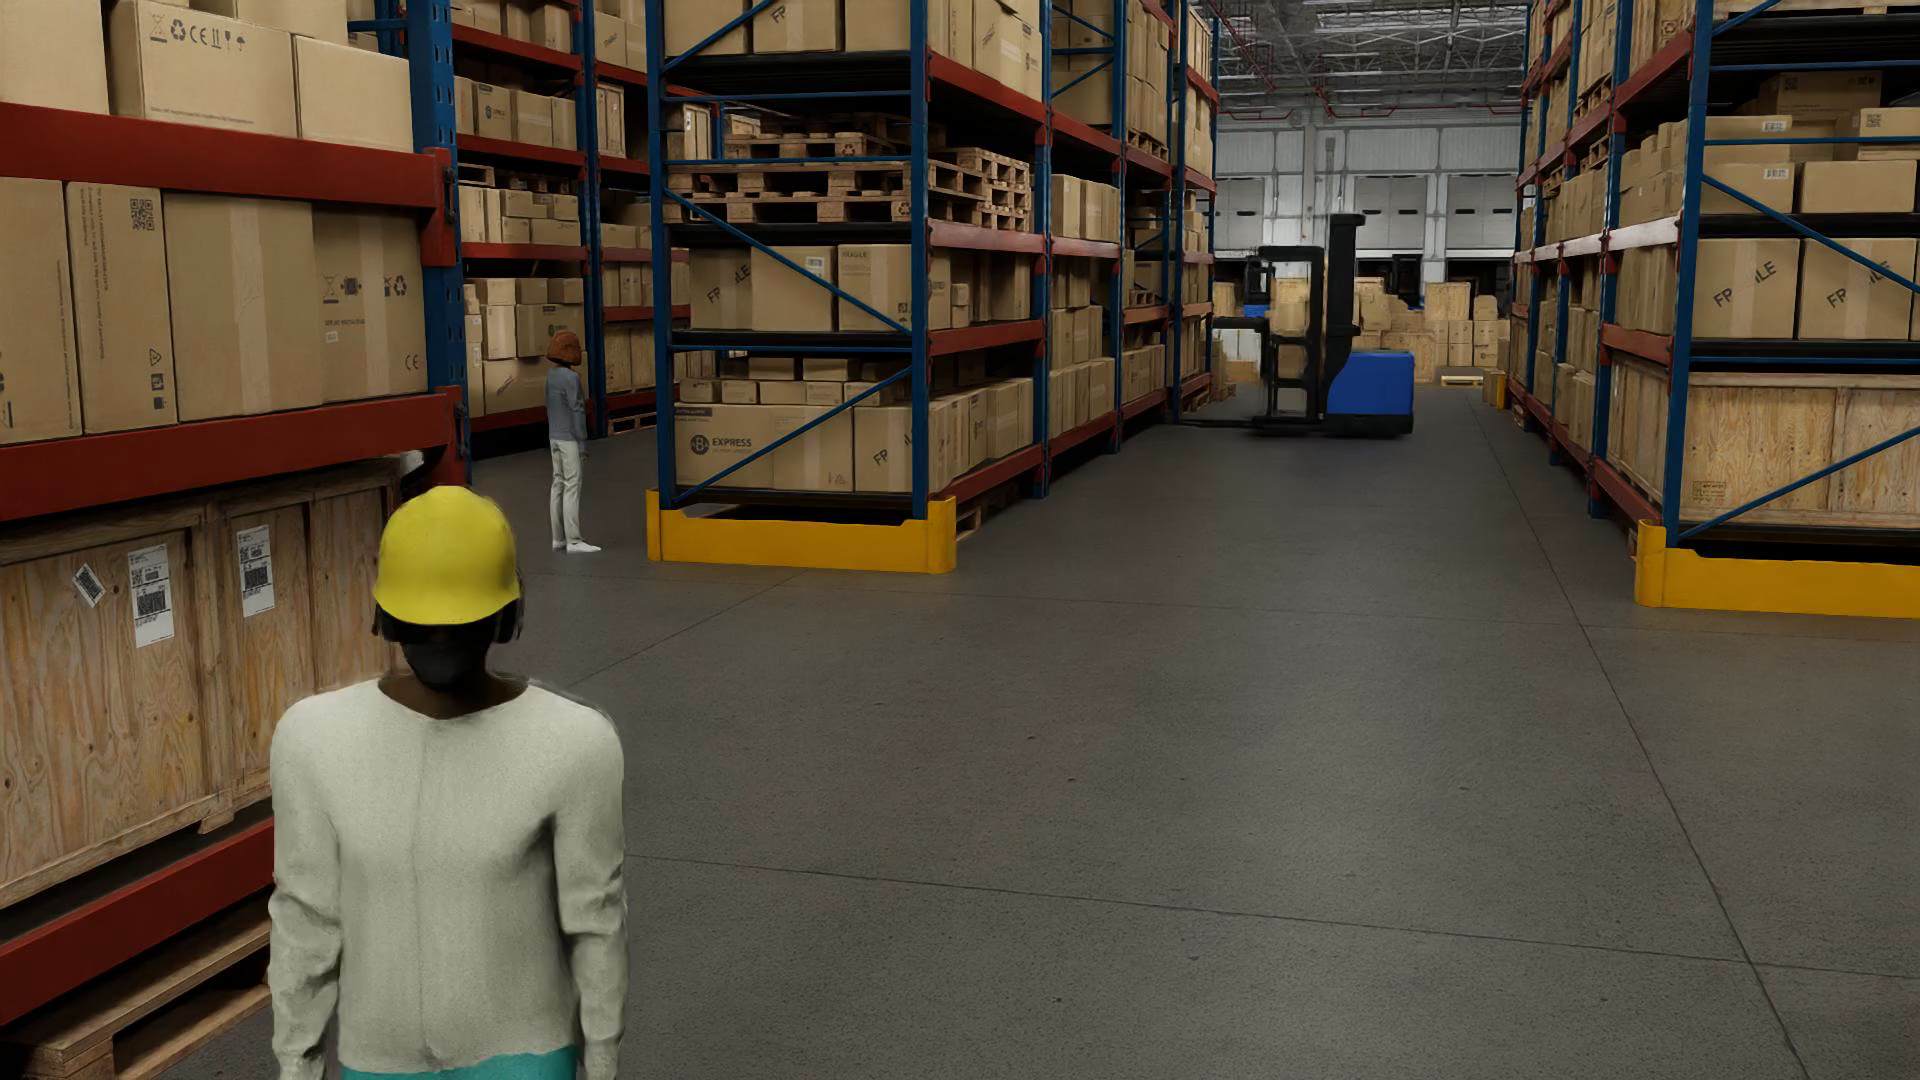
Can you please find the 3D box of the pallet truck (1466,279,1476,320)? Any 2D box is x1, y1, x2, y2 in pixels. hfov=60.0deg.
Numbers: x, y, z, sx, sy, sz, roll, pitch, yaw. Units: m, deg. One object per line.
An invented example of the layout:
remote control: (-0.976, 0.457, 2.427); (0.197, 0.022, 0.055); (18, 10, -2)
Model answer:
pallet truck: (18.896, -8.459, 60.307); (1.885, 1.965, 0.823); (5, 10, 31)

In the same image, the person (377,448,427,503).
person: (-3.831, -0.737, 11.226); (0.940, 2.012, 0.617); (1, 9, 9)

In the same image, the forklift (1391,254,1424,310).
forklift: (14.740, -8.061, 54.986); (1.129, 2.768, 1.873); (-2, 9, -11)

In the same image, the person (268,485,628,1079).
person: (-0.765, 0.751, 2.612); (0.516, 1.734, 0.767); (0, 9, -2)

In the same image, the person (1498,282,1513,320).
person: (16.857, -6.989, 51.273); (0.978, 1.889, 0.651); (6, 11, 34)

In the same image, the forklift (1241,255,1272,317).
forklift: (10.551, -8.662, 58.805); (1.129, 2.768, 1.873); (2, 9, 15)

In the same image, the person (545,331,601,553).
person: (-2.887, -0.718, 12.285); (0.286, 1.633, 0.499); (-7, 11, -38)

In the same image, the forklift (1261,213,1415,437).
forklift: (4.890, -2.761, 21.315); (1.873, 2.768, 1.129); (2, 9, 15)
